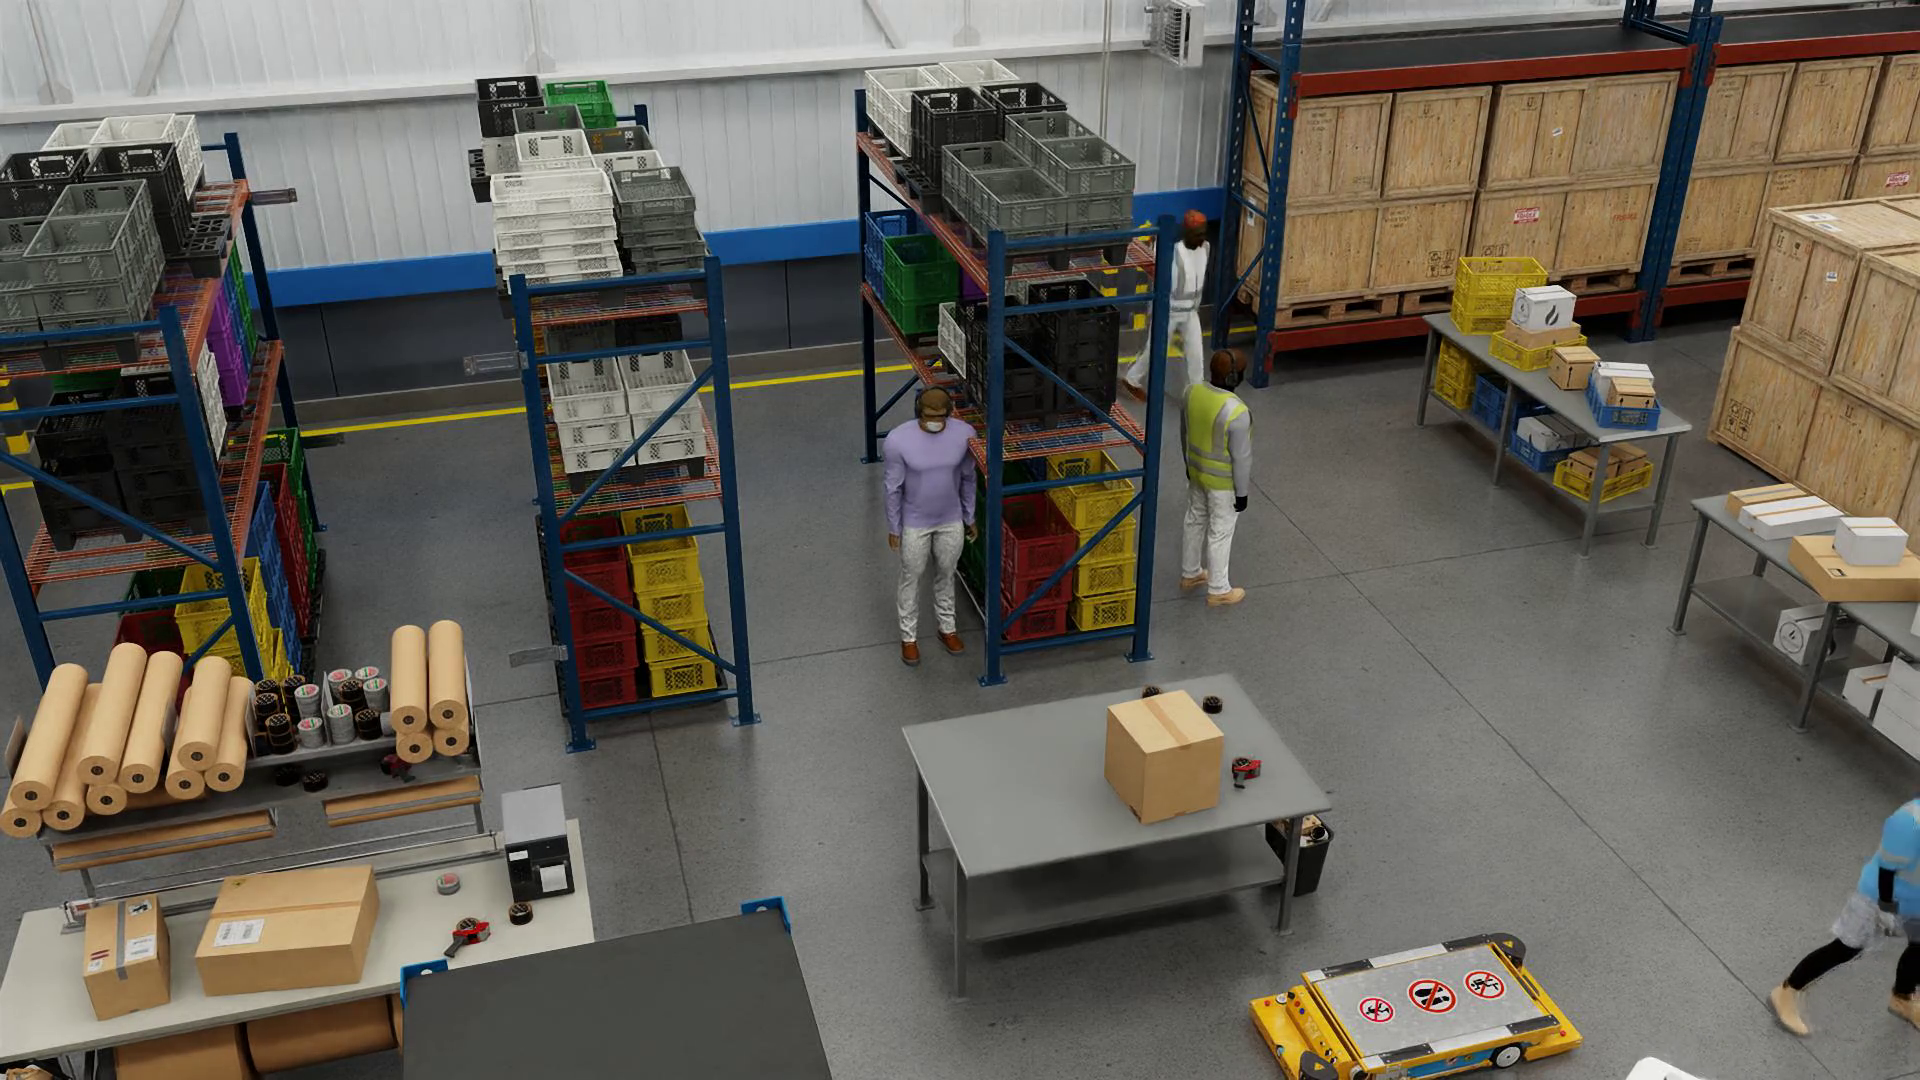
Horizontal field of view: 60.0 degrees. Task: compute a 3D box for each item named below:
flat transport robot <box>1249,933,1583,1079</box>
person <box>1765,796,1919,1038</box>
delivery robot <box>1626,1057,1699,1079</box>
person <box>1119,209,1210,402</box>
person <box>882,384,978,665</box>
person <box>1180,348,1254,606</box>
[{"bbox_3d":[2.184,2.282,7.980,1.431,0.197,0.652,-8,30,-14],"label":"flat transport robot"},{"bbox_3d":[4.366,1.637,7.730,0.721,1.655,0.465,-10,30,-17],"label":"person"},{"bbox_3d":[2.944,2.541,7.124,0.477,0.478,0.707,22,36,35],"label":"delivery robot"},{"bbox_3d":[1.814,-1.936,14.063,0.629,1.830,0.983,-23,36,-35],"label":"person"},{"bbox_3d":[-0.178,-0.116,10.632,0.627,1.934,0.372,-10,30,-17],"label":"person"},{"bbox_3d":[1.756,-0.436,11.308,0.429,1.840,0.636,-16,33,-27],"label":"person"}]
